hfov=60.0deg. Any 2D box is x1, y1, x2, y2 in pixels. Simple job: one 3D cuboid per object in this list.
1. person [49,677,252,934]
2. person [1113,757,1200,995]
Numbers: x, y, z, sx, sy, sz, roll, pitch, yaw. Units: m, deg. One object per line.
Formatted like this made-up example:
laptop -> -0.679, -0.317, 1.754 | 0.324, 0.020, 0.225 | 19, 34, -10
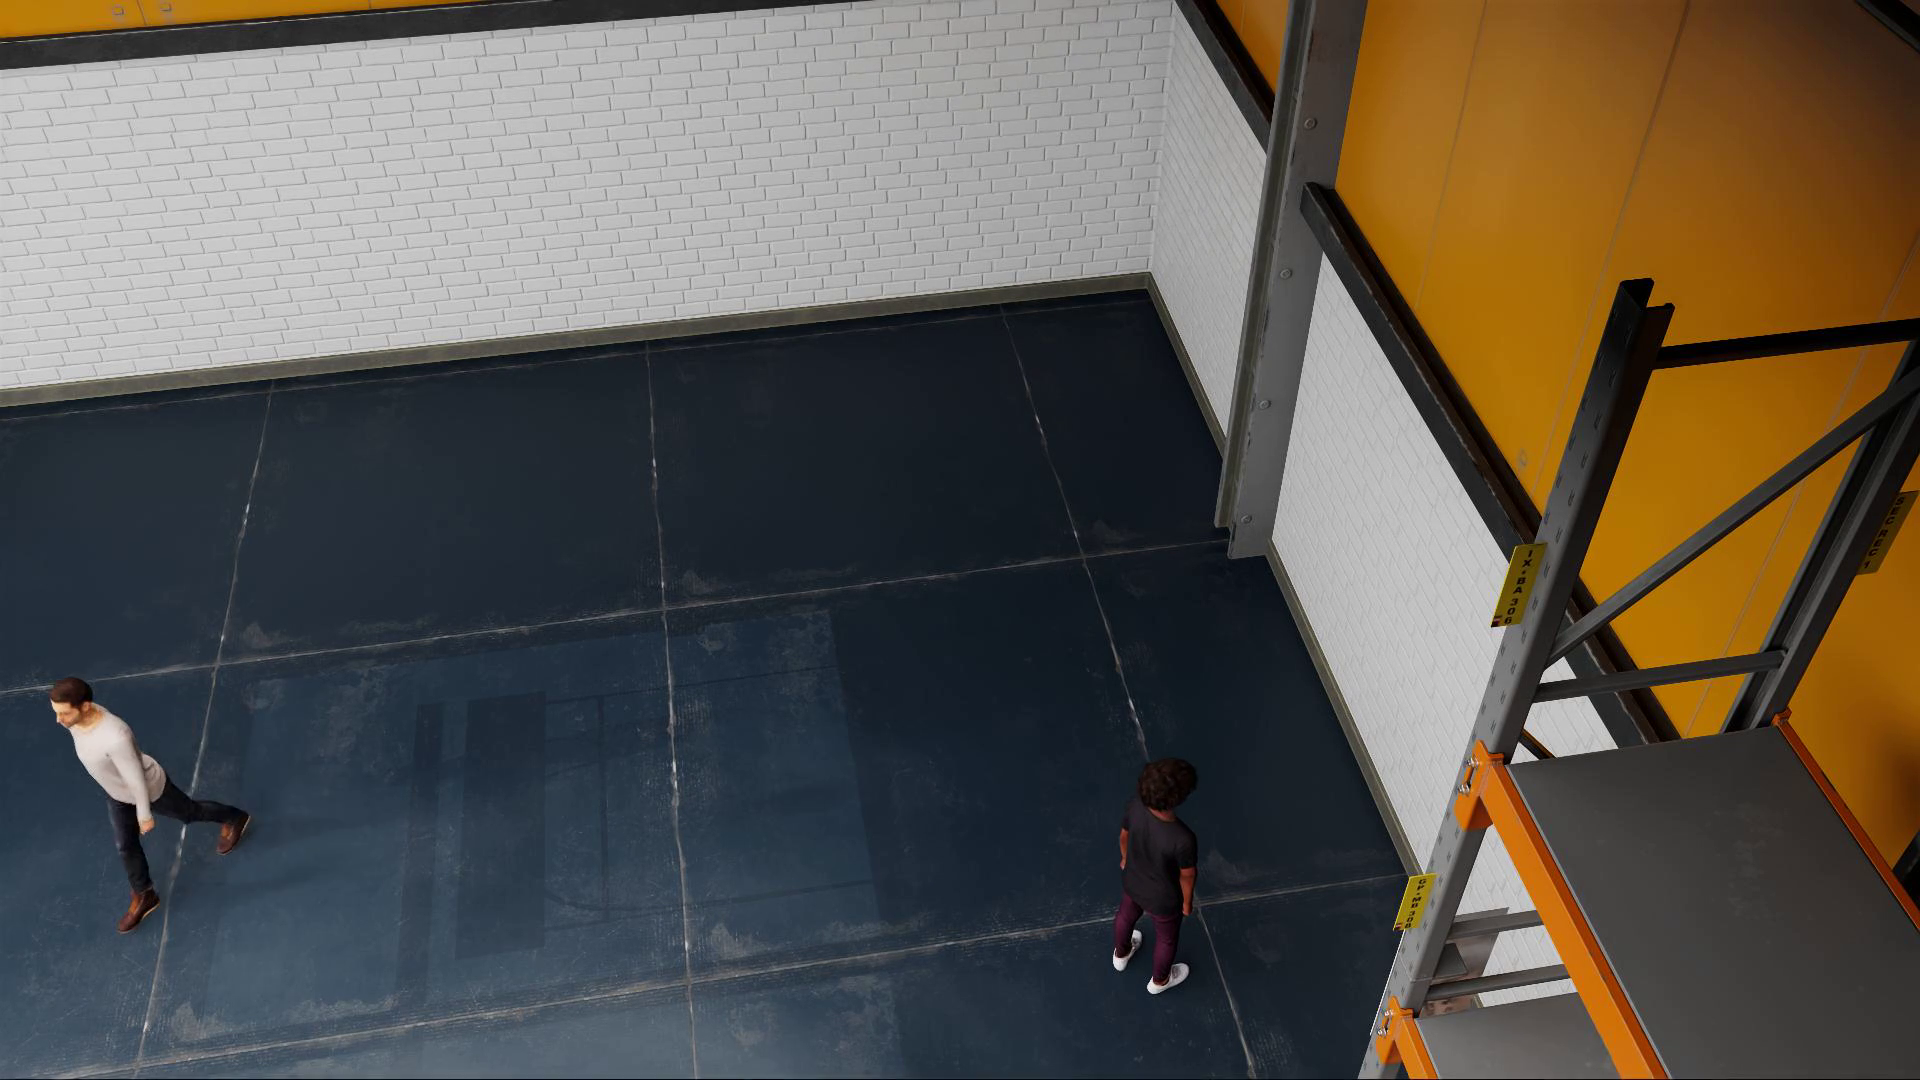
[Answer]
person -> -4.557, 1.338, 9.387 | 1.086, 1.821, 1.274 | 18, 46, 18
person -> 1.048, 1.804, 8.927 | 0.686, 1.781, 0.771 | 31, 52, 29
